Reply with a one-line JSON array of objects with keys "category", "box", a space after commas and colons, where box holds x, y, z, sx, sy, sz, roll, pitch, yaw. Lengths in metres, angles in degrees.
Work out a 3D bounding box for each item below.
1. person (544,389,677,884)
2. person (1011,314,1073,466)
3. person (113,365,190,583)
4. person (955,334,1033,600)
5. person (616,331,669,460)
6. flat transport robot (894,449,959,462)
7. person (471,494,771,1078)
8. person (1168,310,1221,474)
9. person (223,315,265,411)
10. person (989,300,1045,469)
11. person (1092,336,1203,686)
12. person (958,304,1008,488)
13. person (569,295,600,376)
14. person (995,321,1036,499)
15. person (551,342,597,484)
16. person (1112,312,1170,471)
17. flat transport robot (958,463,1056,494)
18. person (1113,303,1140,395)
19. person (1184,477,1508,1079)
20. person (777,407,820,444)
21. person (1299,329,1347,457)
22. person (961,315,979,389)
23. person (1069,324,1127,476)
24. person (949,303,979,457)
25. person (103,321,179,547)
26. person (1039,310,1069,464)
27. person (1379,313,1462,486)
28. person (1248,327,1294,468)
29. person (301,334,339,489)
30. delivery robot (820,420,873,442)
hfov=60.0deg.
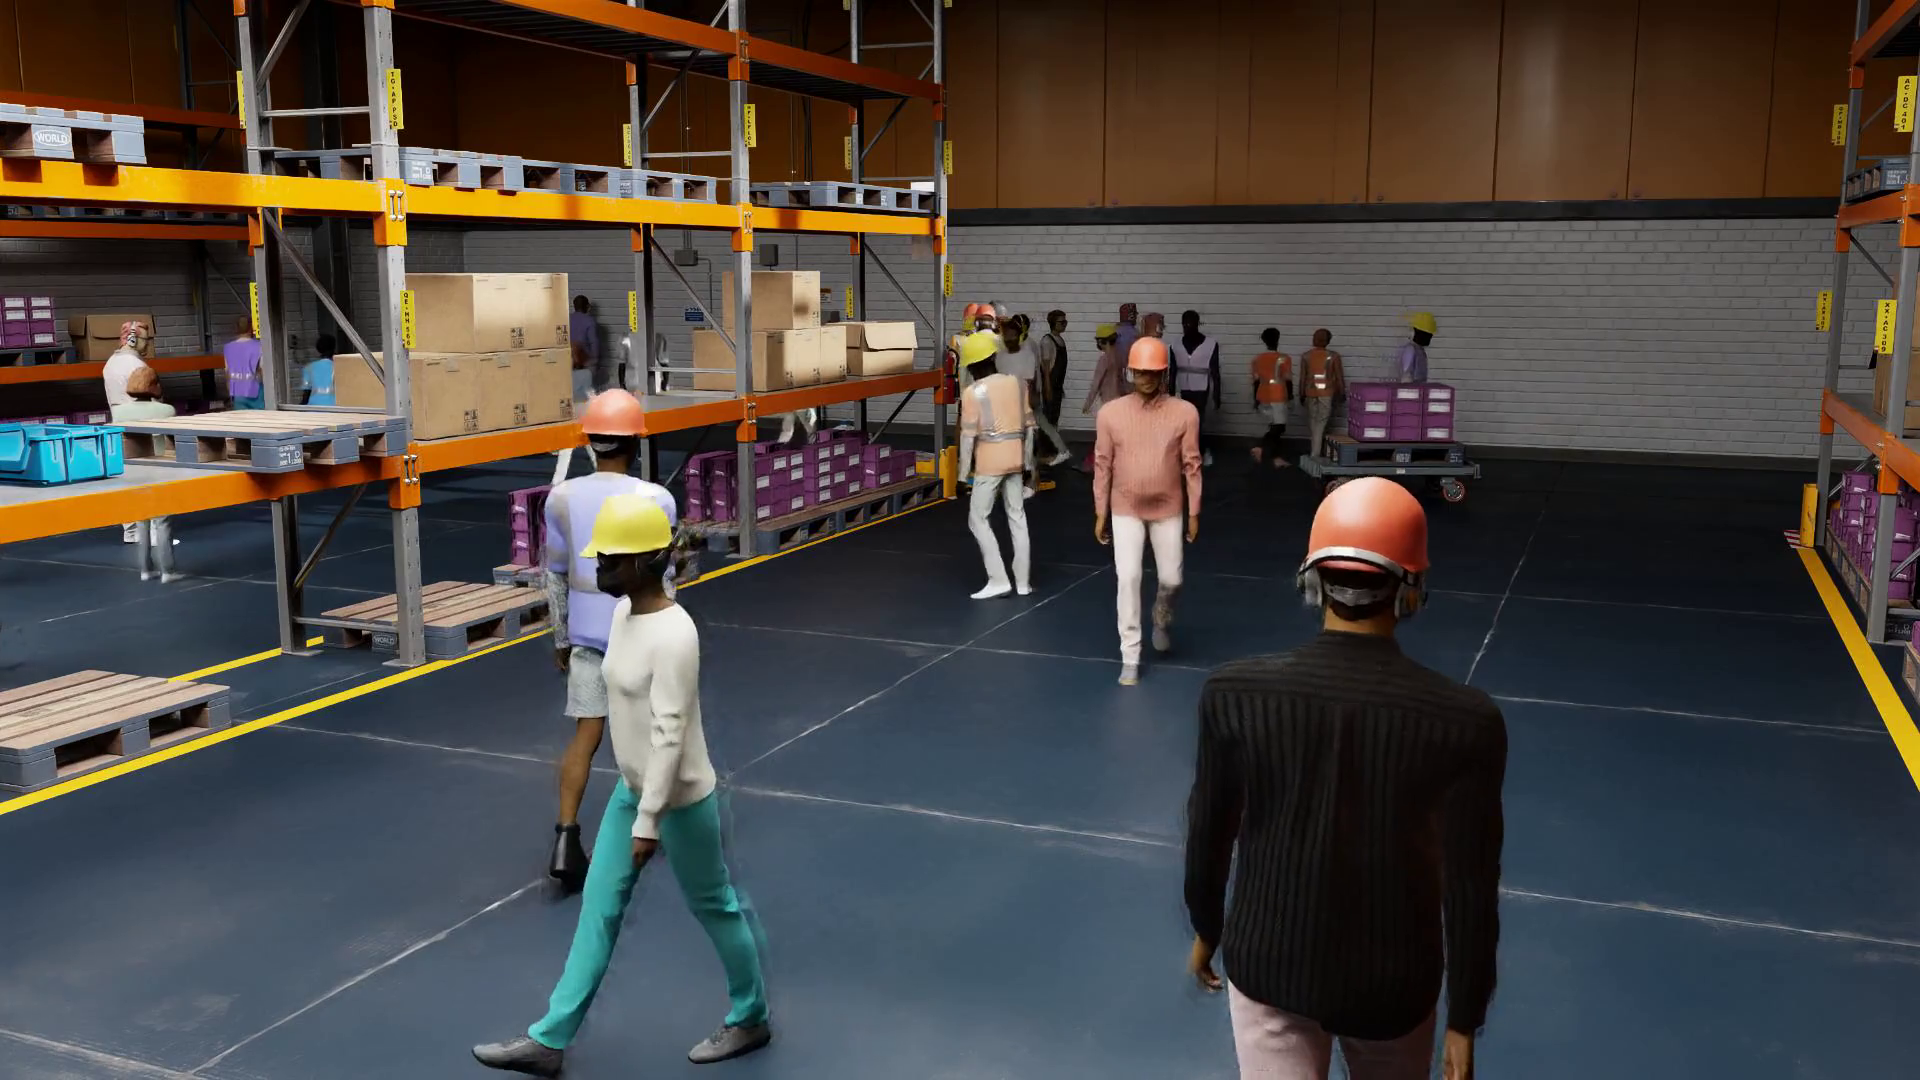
[{"category": "person", "box": [-1.372, 0.362, 6.485, 0.555, 1.903, 0.962, 2, 10, 11]}, {"category": "person", "box": [0.886, -1.759, 19.651, 0.942, 1.822, 0.574, 1, 9, 8]}, {"category": "person", "box": [-6.049, -0.490, 12.461, 0.502, 1.633, 0.285, 1, 9, 6]}, {"category": "person", "box": [0.269, -0.517, 11.843, 0.673, 1.888, 0.394, -7, 12, -38]}, {"category": "person", "box": [-3.811, -1.891, 20.021, 0.607, 1.940, 0.833, -2, 10, -10]}, {"category": "flat transport robot", "box": [-0.569, -0.866, 18.839, 0.652, 0.197, 1.431, -7, 12, -36]}, {"category": "person", "box": [-0.944, 0.729, 4.766, 0.892, 1.714, 0.549, -6, 11, -31]}, {"category": "person", "box": [2.731, -1.723, 19.217, 0.626, 1.879, 0.880, 6, 11, 32]}, {"category": "person", "box": [-7.836, -1.580, 18.451, 0.591, 1.822, 0.620, 2, 9, 9]}, {"category": "person", "box": [0.493, -1.682, 18.435, 0.928, 2.000, 0.688, -1, 9, -8]}, {"category": "person", "box": [1.080, -0.192, 9.616, 0.637, 1.975, 0.785, 1, 9, 7]}, {"category": "person", "box": [0.285, -1.526, 17.706, 0.659, 1.961, 0.556, -2, 10, -13]}, {"category": "person", "box": [-5.641, -2.679, 24.789, 0.635, 1.936, 0.352, 4, 10, 24]}, {"category": "person", "box": [0.507, -1.272, 16.628, 0.510, 1.817, 1.001, 6, 11, 32]}, {"category": "person", "box": [-3.904, -1.185, 16.746, 0.516, 1.586, 0.842, 7, 12, 36]}, {"category": "person", "box": [1.909, -1.444, 17.458, 0.641, 1.885, 0.679, -3, 10, -19]}, {"category": "flat transport robot", "box": [0.256, -0.668, 17.640, 1.431, 0.197, 0.652, 8, 12, 41]}, {"category": "person", "box": [2.095, -1.997, 20.750, 0.409, 1.909, 0.641, -5, 11, -30]}, {"category": "person", "box": [0.776, 0.837, 3.424, 0.630, 1.946, 0.973, 3, 10, 18]}, {"category": "person", "box": [-1.757, -1.445, 18.358, 0.838, 1.595, 0.514, -7, 12, -37]}, {"category": "person", "box": [4.407, -1.744, 20.144, 0.520, 1.605, 0.738, 8, 12, 39]}, {"category": "person", "box": [0.209, -1.686, 19.147, 0.440, 1.804, 0.626, 3, 10, 15]}, {"category": "person", "box": [1.630, -1.521, 18.441, 0.900, 1.716, 0.533, 4, 10, 22]}, {"category": "person", "box": [0.151, -1.813, 19.549, 0.549, 1.934, 0.374, -3, 10, -18]}, {"category": "person", "box": [-6.927, -0.890, 14.060, 0.636, 1.902, 0.406, 9, 13, 42]}, {"category": "person", "box": [1.130, -1.828, 19.912, 0.351, 1.846, 0.506, 4, 10, 24]}, {"category": "person", "box": [4.914, -1.468, 17.649, 0.956, 1.861, 0.624, 3, 10, 16]}, {"category": "person", "box": [3.587, -1.632, 19.253, 0.676, 1.670, 0.538, -7, 12, -37]}, {"category": "person", "box": [-6.786, -1.385, 17.850, 0.531, 1.643, 0.964, 1, 9, 4]}, {"category": "delivery robot", "box": [-1.350, -1.175, 19.570, 0.477, 0.478, 0.707, -8, 12, -41]}]
